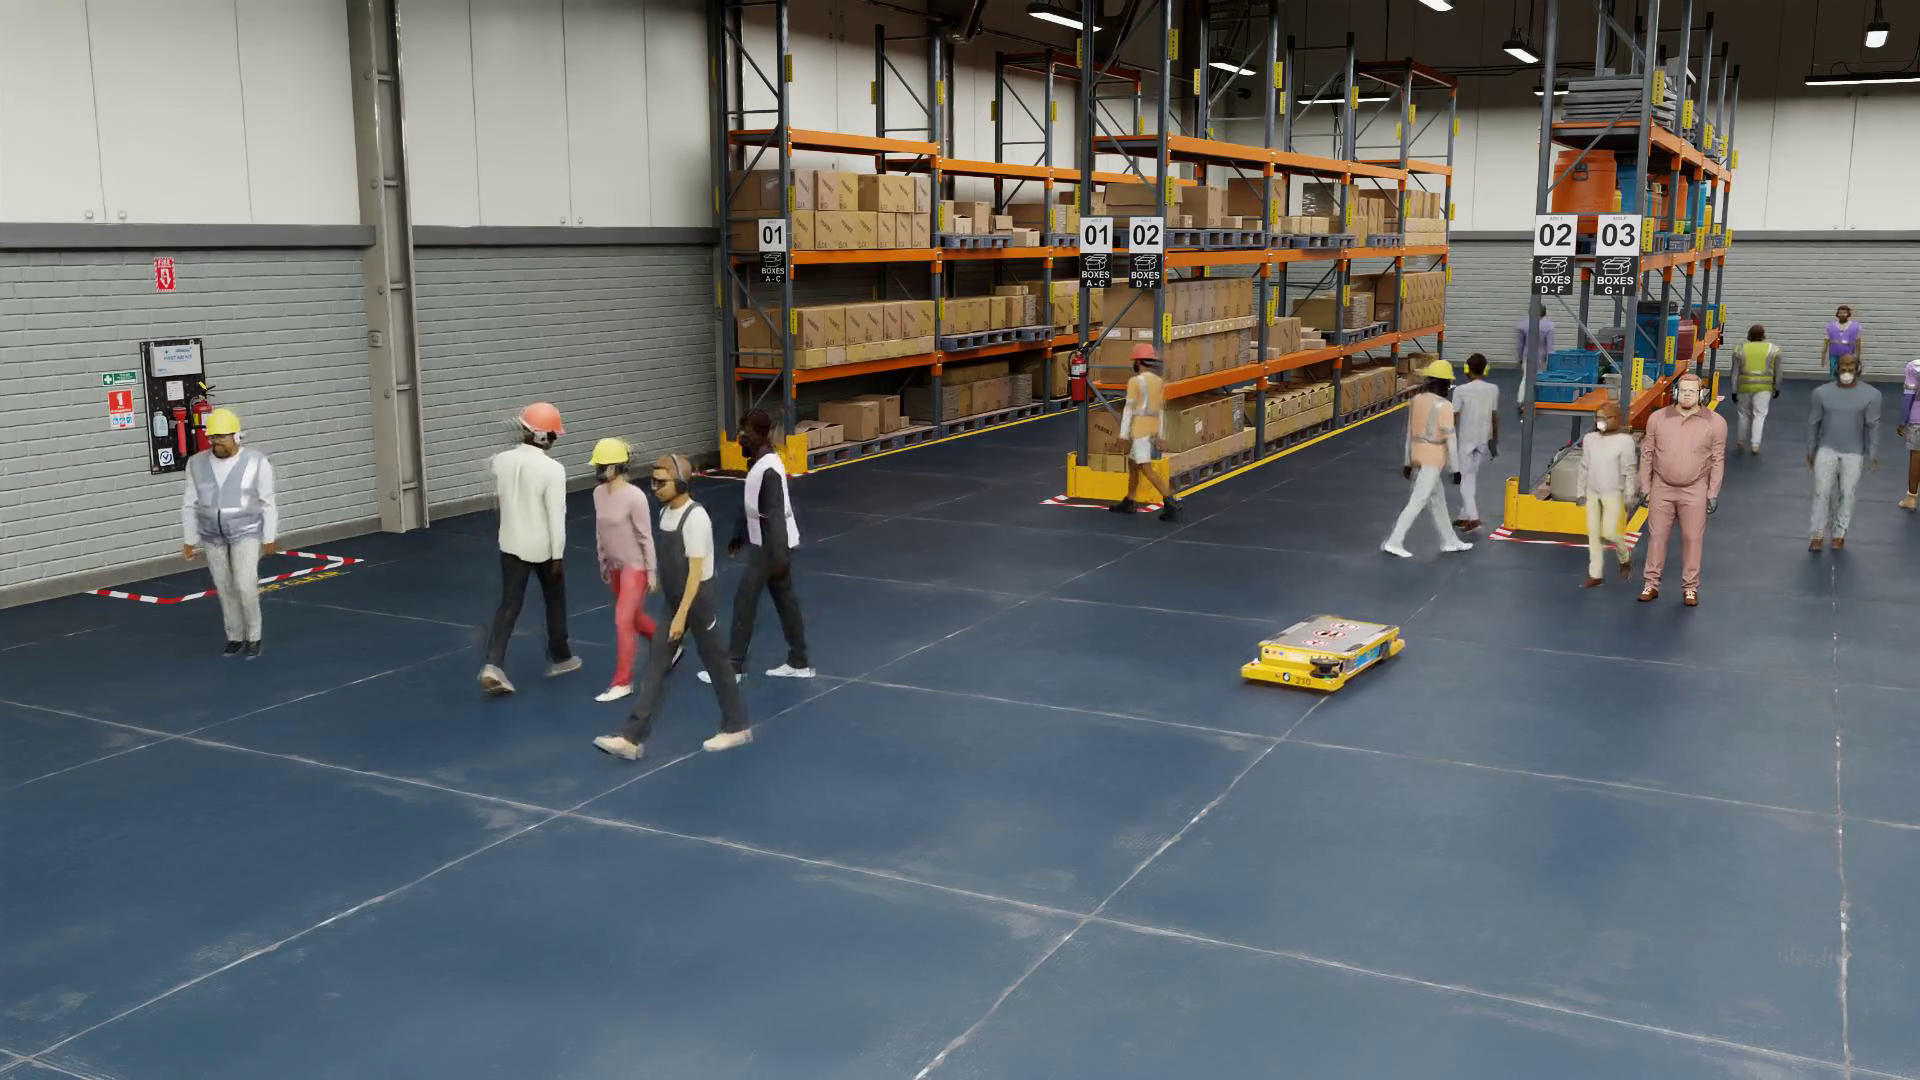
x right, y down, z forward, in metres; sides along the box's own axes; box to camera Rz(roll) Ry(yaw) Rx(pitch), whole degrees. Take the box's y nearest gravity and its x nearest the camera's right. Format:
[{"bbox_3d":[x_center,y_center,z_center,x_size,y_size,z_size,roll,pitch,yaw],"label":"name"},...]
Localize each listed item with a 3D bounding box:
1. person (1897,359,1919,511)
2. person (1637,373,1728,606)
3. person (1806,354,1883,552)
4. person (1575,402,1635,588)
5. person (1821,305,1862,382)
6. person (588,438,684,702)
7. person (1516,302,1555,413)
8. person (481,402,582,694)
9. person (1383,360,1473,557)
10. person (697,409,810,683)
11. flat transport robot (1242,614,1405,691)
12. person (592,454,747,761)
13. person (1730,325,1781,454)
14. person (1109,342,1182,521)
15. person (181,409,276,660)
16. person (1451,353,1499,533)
[{"bbox_3d":[10.696,-1.335,18.360,0.616,2.041,0.379,2,11,11],"label":"person"},{"bbox_3d":[5.929,-0.415,13.705,0.643,1.913,0.410,6,12,29],"label":"person"},{"bbox_3d":[8.415,-0.811,15.886,0.641,1.901,0.917,6,12,30],"label":"person"},{"bbox_3d":[5.584,-0.385,14.347,0.417,1.623,0.507,-6,12,-32],"label":"person"},{"bbox_3d":[15.319,-3.170,28.936,0.605,1.828,0.490,8,13,38],"label":"person"},{"bbox_3d":[-2.153,0.162,11.058,0.537,1.738,0.758,9,14,42],"label":"person"},{"bbox_3d":[9.830,-3.117,28.481,0.642,1.903,0.990,8,13,38],"label":"person"},{"bbox_3d":[-2.899,0.048,11.149,0.583,1.934,1.014,3,11,18],"label":"person"},{"bbox_3d":[4.452,-0.762,15.711,1.008,1.877,0.609,-3,11,-16],"label":"person"},{"bbox_3d":[-1.430,0.044,11.279,0.881,1.880,0.690,-1,10,-7],"label":"person"},{"bbox_3d":[2.581,0.770,11.716,0.652,0.197,1.431,7,12,33],"label":"flat transport robot"},{"bbox_3d":[-1.656,0.402,9.590,0.990,1.785,0.515,-9,14,-42],"label":"person"},{"bbox_3d":[11.118,-2.107,23.270,0.636,1.799,0.967,6,12,28],"label":"person"},{"bbox_3d":[2.021,-1.165,17.850,0.950,1.903,0.555,8,13,36],"label":"person"},{"bbox_3d":[-5.229,-0.028,11.877,0.604,1.813,0.568,0,10,-3],"label":"person"},{"bbox_3d":[5.232,-0.990,17.034,0.541,1.838,0.639,-2,11,-13],"label":"person"}]
